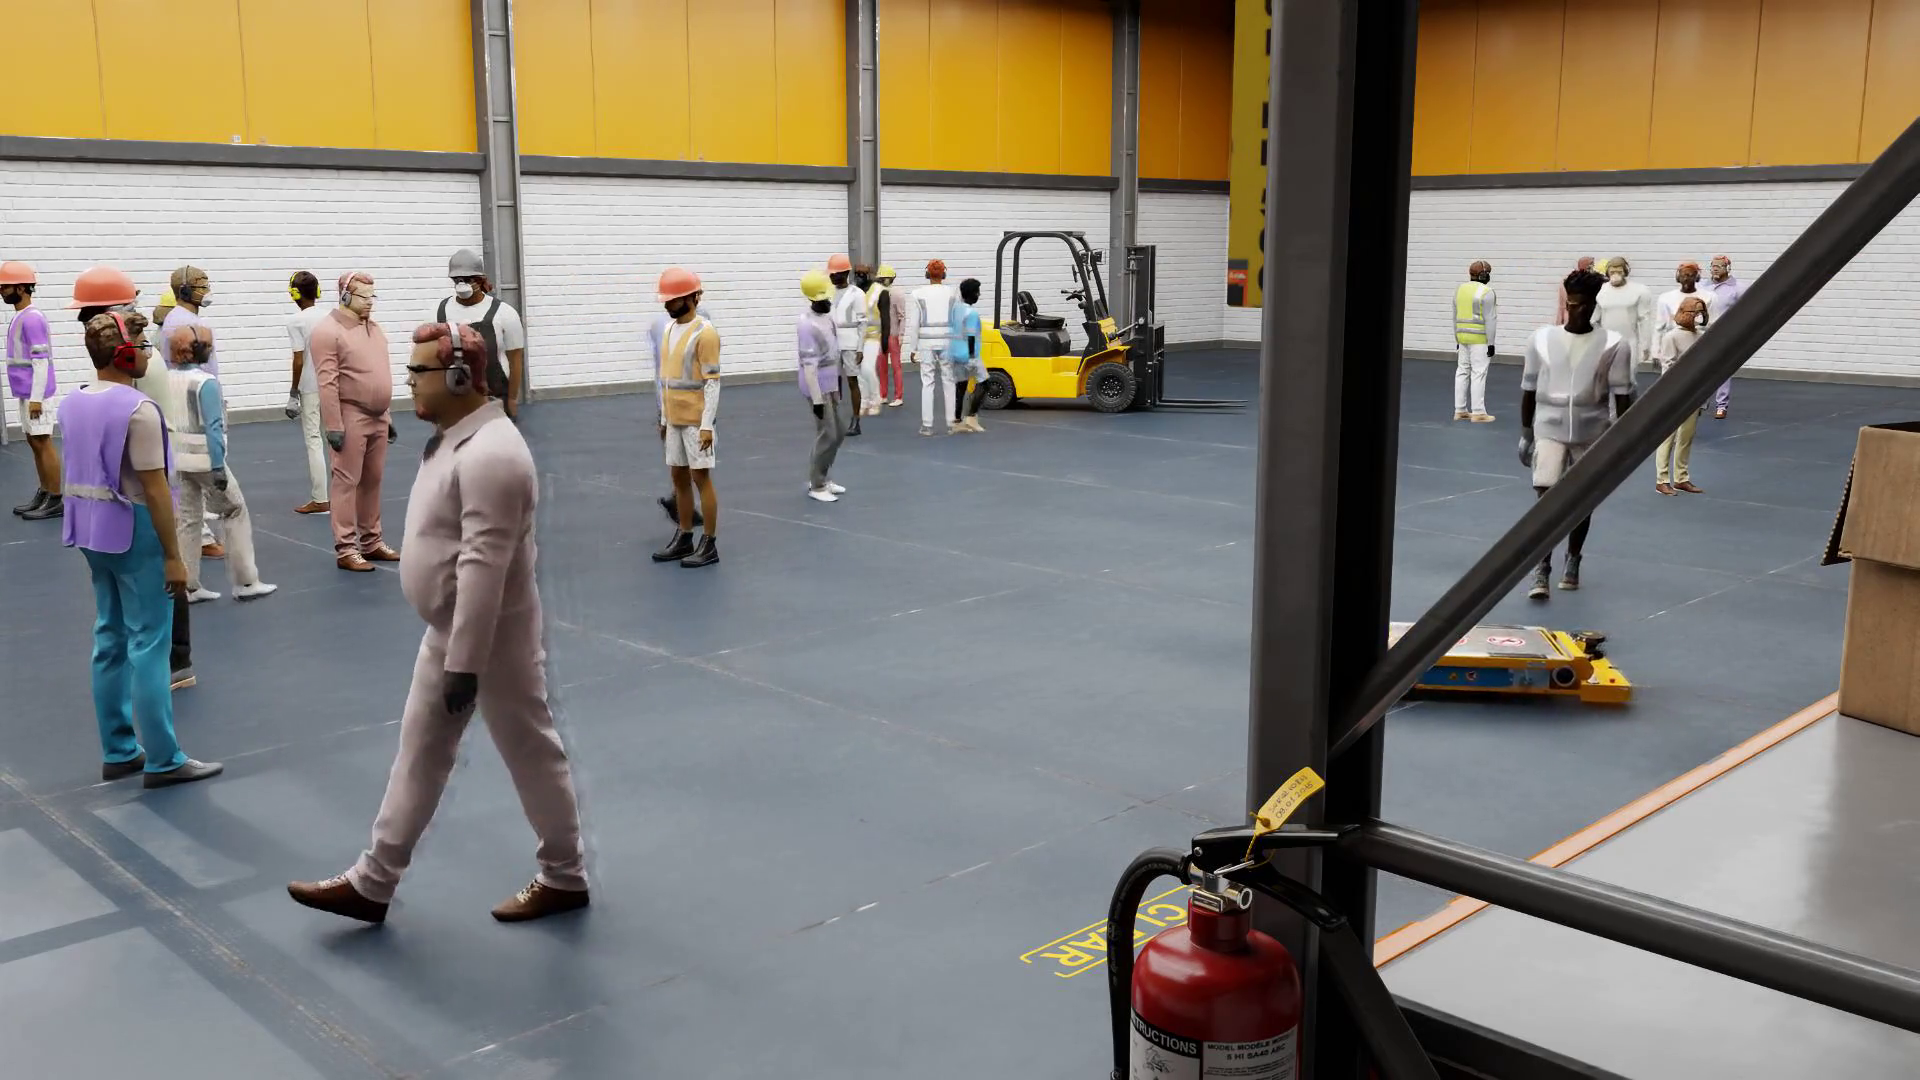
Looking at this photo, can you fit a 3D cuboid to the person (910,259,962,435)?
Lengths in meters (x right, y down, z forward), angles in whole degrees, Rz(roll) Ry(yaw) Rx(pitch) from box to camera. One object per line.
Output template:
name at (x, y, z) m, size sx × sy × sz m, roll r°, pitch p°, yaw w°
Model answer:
person at (-0.255, -2.058, 17.800) m, size 0.574 × 1.881 × 0.357 m, roll -1°, pitch 10°, yaw -7°

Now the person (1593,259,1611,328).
person at (8.098, -2.629, 21.047) m, size 0.404 × 1.829 × 0.600 m, roll -2°, pitch 11°, yaw -12°

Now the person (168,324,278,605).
person at (-4.315, -0.443, 9.680) m, size 0.544 × 1.621 × 0.609 m, roll 7°, pitch 12°, yaw 33°

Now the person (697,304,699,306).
person at (-3.316, -2.328, 19.951) m, size 0.502 × 1.632 × 0.277 m, roll 7°, pitch 12°, yaw 33°

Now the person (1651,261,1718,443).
person at (7.377, -1.901, 16.970) m, size 0.616 × 1.866 × 0.549 m, roll 5°, pitch 12°, yaw 27°

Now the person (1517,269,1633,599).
person at (3.613, -0.616, 9.798) m, size 0.631 × 1.928 × 0.826 m, roll 4°, pitch 11°, yaw 21°

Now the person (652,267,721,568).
person at (-1.776, -0.785, 10.735) m, size 0.543 × 1.928 × 0.370 m, roll 10°, pitch 15°, yaw 44°

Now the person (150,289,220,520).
person at (-5.846, -1.008, 12.477) m, size 0.487 × 1.735 × 0.322 m, roll 8°, pitch 13°, yaw 39°

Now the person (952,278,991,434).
person at (0.109, -1.962, 17.815) m, size 0.436 × 1.673 × 0.532 m, roll -5°, pitch 12°, yaw -26°

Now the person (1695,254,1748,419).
person at (8.816, -2.371, 19.441) m, size 0.640 × 1.909 × 0.409 m, roll 10°, pitch 14°, yaw 43°

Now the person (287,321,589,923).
person at (-1.587, 0.291, 5.016) m, size 0.932 × 1.863 × 0.674 m, roll -6°, pitch 12°, yaw -29°

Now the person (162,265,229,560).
person at (-5.040, -0.838, 10.992) m, size 0.362 × 1.939 × 0.636 m, roll -5°, pitch 11°, yaw -23°

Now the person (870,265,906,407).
person at (-0.914, -2.553, 20.814) m, size 0.533 × 1.768 × 0.311 m, roll 8°, pitch 13°, yaw 38°

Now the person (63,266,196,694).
person at (-3.870, -0.269, 7.743) m, size 0.623 × 1.989 × 0.399 m, roll 9°, pitch 14°, yaw 40°

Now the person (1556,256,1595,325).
person at (8.381, -2.879, 22.368) m, size 1.025 × 1.849 × 0.656 m, roll -5°, pitch 12°, yaw -26°

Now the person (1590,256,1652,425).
person at (7.096, -2.088, 17.893) m, size 0.670 × 1.911 × 0.649 m, roll 6°, pitch 12°, yaw 32°

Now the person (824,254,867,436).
person at (-1.255, -2.069, 17.728) m, size 0.547 × 1.930 × 0.384 m, roll 6°, pitch 12°, yaw 31°

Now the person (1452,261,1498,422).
person at (5.928, -2.275, 19.092) m, size 0.429 × 1.843 × 0.633 m, roll -5°, pitch 11°, yaw -24°

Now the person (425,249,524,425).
person at (-3.410, -1.005, 11.623) m, size 0.684 × 2.000 × 0.538 m, roll 0°, pitch 10°, yaw -2°

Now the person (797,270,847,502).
person at (-1.115, -1.221, 13.288) m, size 0.383 × 1.860 × 0.694 m, roll 3°, pitch 11°, yaw 14°

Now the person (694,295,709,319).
person at (-3.017, -2.098, 18.771) m, size 0.512 × 1.617 × 0.687 m, roll 6°, pitch 12°, yaw 29°

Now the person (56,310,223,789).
person at (-3.223, 0.044, 6.431) m, size 0.564 × 1.847 × 0.388 m, roll 6°, pitch 12°, yaw 30°

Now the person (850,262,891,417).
person at (-1.140, -2.352, 19.569) m, size 0.617 × 1.821 × 0.458 m, roll 6°, pitch 12°, yaw 30°

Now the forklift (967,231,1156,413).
forklift at (1.222, -2.721, 20.561) m, size 2.313 × 2.155 × 1.214 m, roll 2°, pitch 11°, yaw 13°

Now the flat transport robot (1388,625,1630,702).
flat transport robot at (2.361, 0.563, 7.900) m, size 1.431 × 0.197 × 0.652 m, roll 2°, pitch 10°, yaw 9°

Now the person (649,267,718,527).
person at (-2.003, -1.001, 11.984) m, size 0.546 × 1.910 × 0.555 m, roll 5°, pitch 12°, yaw 26°

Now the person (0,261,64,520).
person at (-7.017, -1.120, 12.531) m, size 0.357 × 1.937 × 0.550 m, roll -8°, pitch 13°, yaw -38°

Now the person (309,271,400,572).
person at (-3.840, -0.762, 10.680) m, size 0.407 × 1.903 × 0.639 m, roll 3°, pitch 11°, yaw 15°

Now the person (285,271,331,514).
person at (-4.960, -1.124, 12.771) m, size 0.327 × 1.861 × 0.520 m, roll 5°, pitch 11°, yaw 23°

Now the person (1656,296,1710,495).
person at (5.986, -1.188, 13.733) m, size 0.500 × 1.633 × 0.282 m, roll -5°, pitch 12°, yaw -26°
